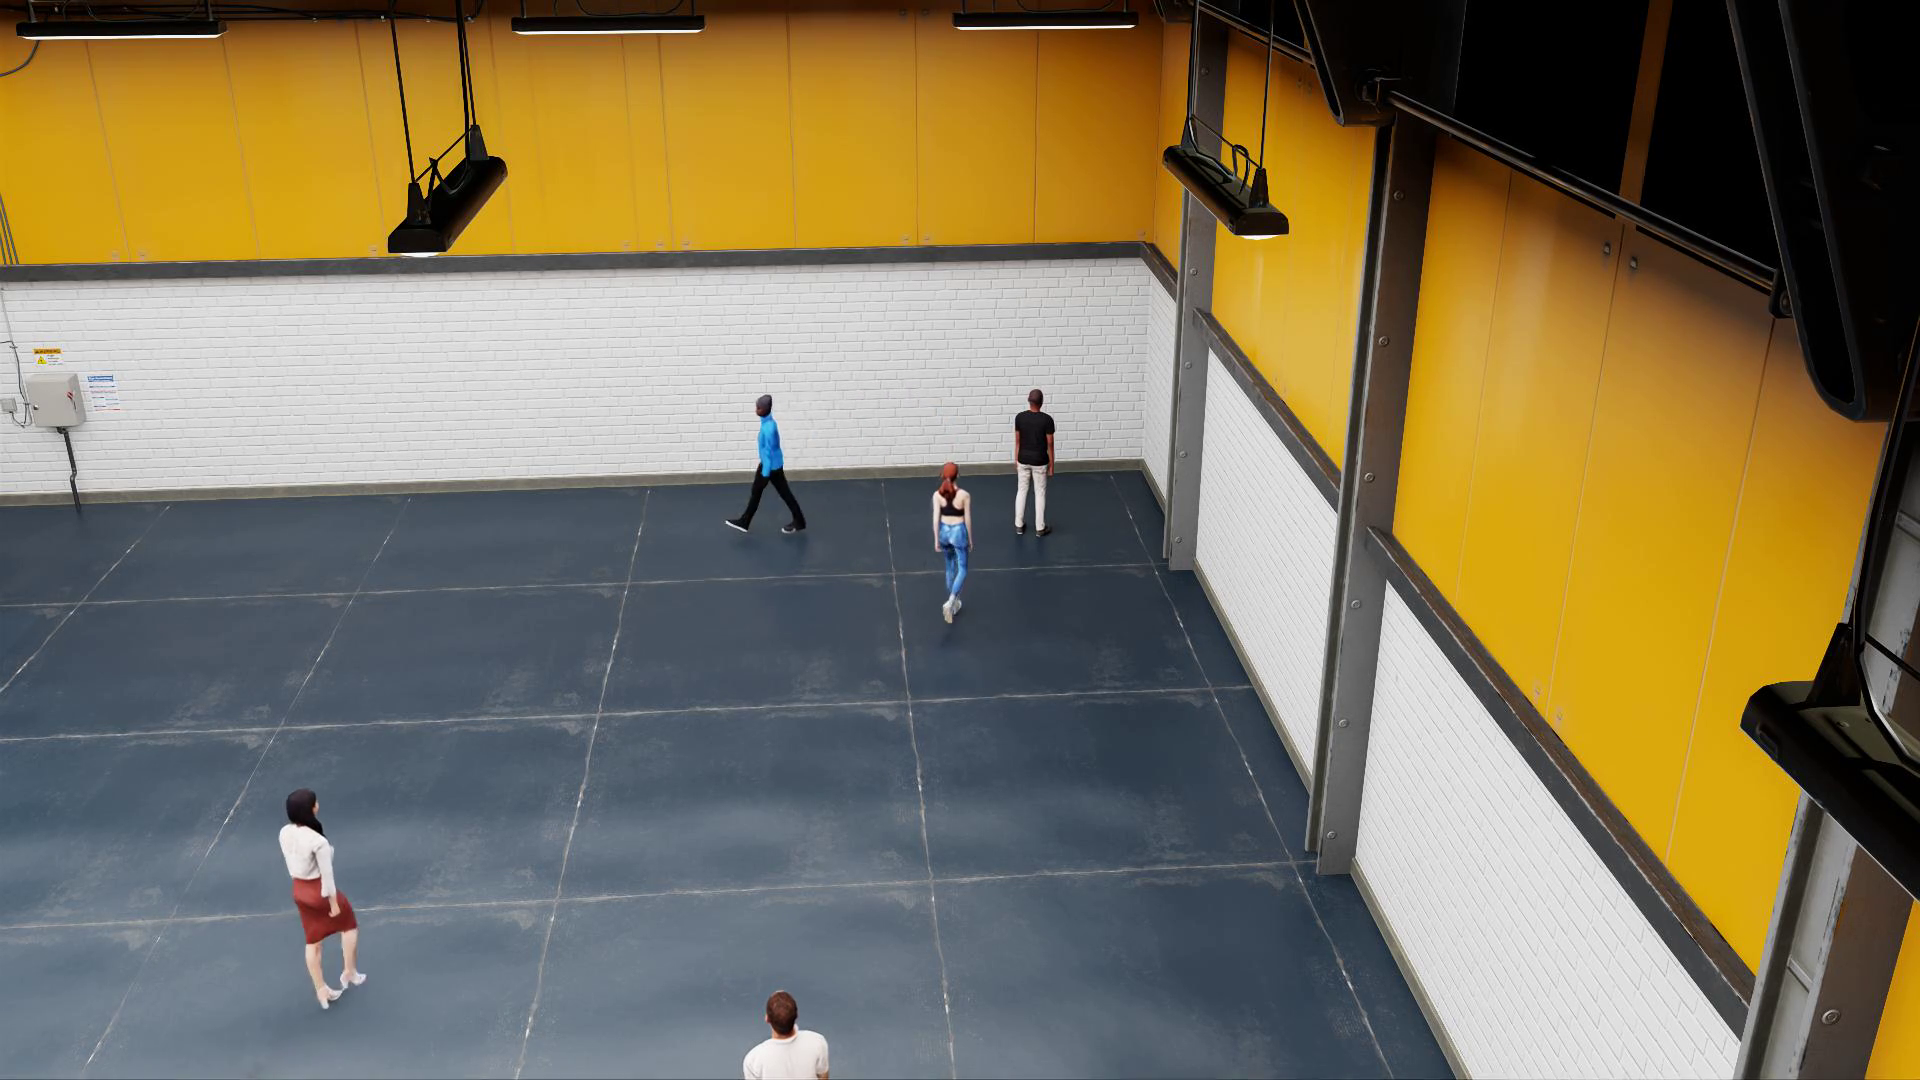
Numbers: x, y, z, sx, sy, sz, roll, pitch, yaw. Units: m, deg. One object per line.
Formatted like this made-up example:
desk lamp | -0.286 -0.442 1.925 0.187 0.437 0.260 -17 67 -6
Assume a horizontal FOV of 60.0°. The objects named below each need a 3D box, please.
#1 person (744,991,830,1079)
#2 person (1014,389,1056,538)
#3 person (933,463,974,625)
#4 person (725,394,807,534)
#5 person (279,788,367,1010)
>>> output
person | -0.991 3.423 9.730 0.723 1.856 0.677 -9 25 -19
person | 0.870 -0.920 19.731 0.725 1.803 0.708 7 25 15
person | -0.085 0.064 17.524 0.772 1.768 1.037 5 24 12
person | -2.129 -0.843 19.643 0.790 1.733 1.149 -5 24 -12
person | -4.611 2.590 11.788 0.752 1.734 0.789 11 26 23
